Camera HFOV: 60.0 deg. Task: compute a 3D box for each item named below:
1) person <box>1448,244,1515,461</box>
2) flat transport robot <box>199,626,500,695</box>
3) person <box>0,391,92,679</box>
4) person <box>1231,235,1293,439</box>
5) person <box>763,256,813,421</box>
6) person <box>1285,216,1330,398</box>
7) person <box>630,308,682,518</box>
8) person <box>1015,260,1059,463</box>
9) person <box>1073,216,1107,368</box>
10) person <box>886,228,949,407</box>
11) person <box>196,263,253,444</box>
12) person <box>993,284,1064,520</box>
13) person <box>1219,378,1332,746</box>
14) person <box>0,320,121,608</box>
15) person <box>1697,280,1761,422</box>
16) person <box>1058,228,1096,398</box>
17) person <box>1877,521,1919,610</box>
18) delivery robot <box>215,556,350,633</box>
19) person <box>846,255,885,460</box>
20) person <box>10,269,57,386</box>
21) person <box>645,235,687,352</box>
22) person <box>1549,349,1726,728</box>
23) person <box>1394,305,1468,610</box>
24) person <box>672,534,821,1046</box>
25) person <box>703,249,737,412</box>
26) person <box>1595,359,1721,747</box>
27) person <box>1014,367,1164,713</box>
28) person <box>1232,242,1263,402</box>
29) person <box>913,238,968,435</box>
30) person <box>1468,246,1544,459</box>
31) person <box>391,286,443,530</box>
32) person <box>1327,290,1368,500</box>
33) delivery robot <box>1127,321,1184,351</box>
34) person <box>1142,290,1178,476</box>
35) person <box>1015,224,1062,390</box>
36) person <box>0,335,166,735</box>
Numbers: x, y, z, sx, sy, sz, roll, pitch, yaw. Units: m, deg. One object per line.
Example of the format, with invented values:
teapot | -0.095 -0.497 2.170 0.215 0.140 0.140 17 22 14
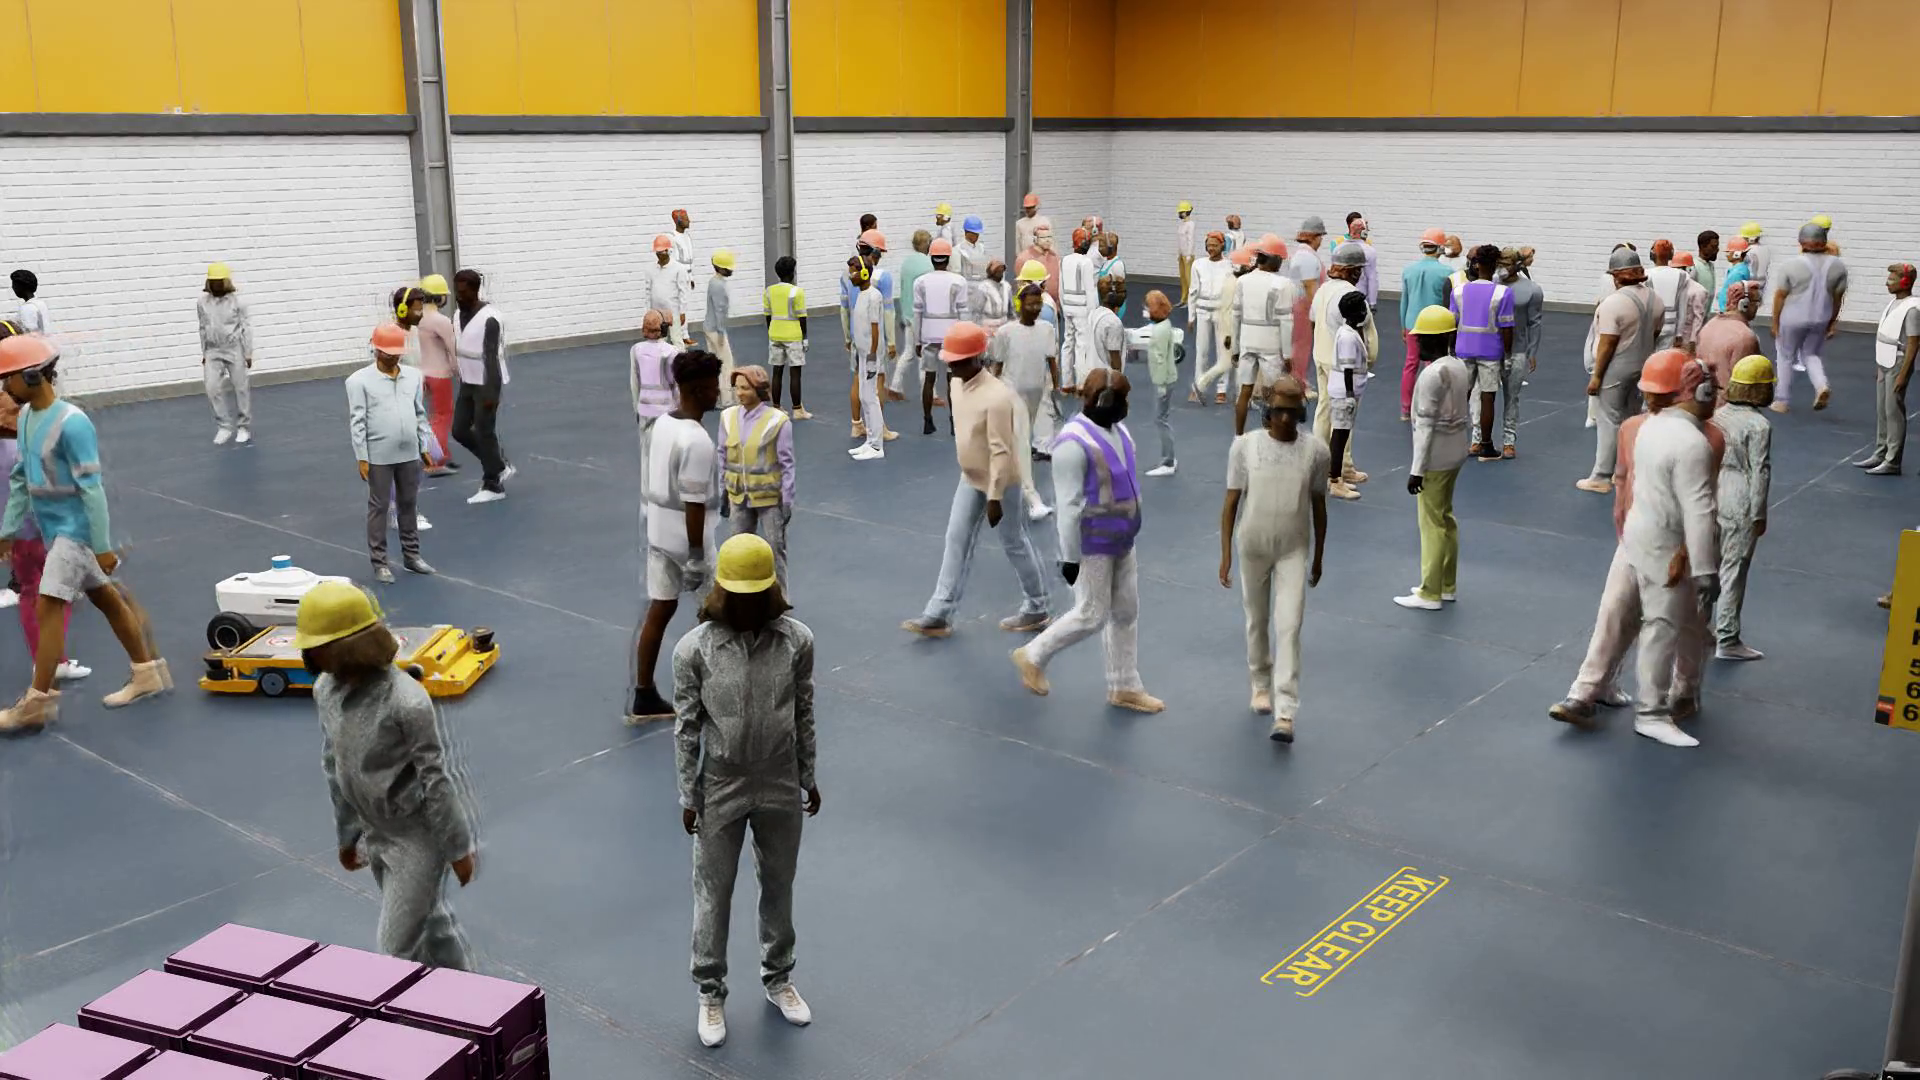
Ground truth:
person | 4.727 -1.697 15.107 0.613 1.964 0.361 11 18 38
flat transport robot | -3.346 0.647 9.175 1.431 0.197 0.652 1 14 2
person | -5.076 -0.025 9.112 0.523 1.630 0.340 8 16 30
person | 2.777 -1.766 15.268 0.650 2.028 0.424 13 19 42
person | -1.779 -2.076 17.167 0.533 1.698 0.318 8 16 30
person | 3.888 -2.601 18.569 0.535 2.000 0.722 2 14 8
person | -2.308 -0.963 12.836 0.522 1.640 0.306 8 16 28
person | 0.685 -1.610 15.061 0.405 1.826 0.596 -2 14 -7
person | 1.647 -3.034 20.578 0.403 1.906 0.637 -6 15 -22
person | -0.456 -2.399 18.001 0.493 1.934 0.698 -7 16 -26
person | -7.016 -1.775 15.891 0.504 1.729 0.548 -1 14 -3
person | 0.529 -1.085 12.969 0.485 1.814 0.953 -8 16 -28
person | 1.563 0.093 8.295 0.522 1.795 0.941 3 14 13
person | -5.942 -0.529 10.746 0.528 1.831 0.941 10 17 36
person | 5.672 -0.957 12.270 0.402 1.906 0.652 -1 14 -3
person | 1.330 -2.534 18.613 0.355 1.887 0.573 -9 17 -33
person | 6.233 -0.420 10.300 0.995 1.826 0.587 -7 16 -27
delivery robot | -3.920 0.334 9.661 0.707 0.478 0.477 2 14 8
person | -0.869 -1.668 15.228 0.351 1.856 0.520 -5 15 -19
person | -8.718 -1.710 15.728 0.319 1.688 0.538 -4 15 -16
person | -3.488 -2.734 19.693 0.563 1.745 0.350 6 15 21
person | 3.450 0.018 8.309 0.996 1.934 0.608 -10 17 -35
person | 2.984 -0.518 10.506 0.414 1.918 0.581 9 17 33
person | -0.692 0.819 5.509 0.492 1.740 0.325 -6 15 -24
person | -2.546 -2.205 17.609 0.392 1.737 0.562 -3 14 -11
person | 3.459 0.063 8.215 0.498 1.911 0.861 2 14 10
person | 0.703 0.006 8.621 0.713 1.808 0.651 9 16 31
person | 3.195 -2.405 18.367 0.341 1.749 0.572 0 14 0
person | -0.187 -1.996 16.386 0.548 1.929 0.388 3 14 11
person | 4.966 -1.711 15.224 0.635 1.934 0.350 6 15 22
person | -4.123 -0.968 12.424 0.423 1.845 0.581 2 14 9
person | 3.172 -1.191 13.631 0.320 1.697 0.531 2 14 9
delivery robot | 2.514 -2.607 21.415 0.707 0.478 0.477 0 14 1
person | 1.753 -1.365 14.476 0.381 1.618 0.538 2 14 7
person | 0.927 -2.633 18.970 0.651 1.906 0.403 -12 18 -40
person | -4.620 -0.031 8.407 0.622 1.977 1.042 13 19 42
